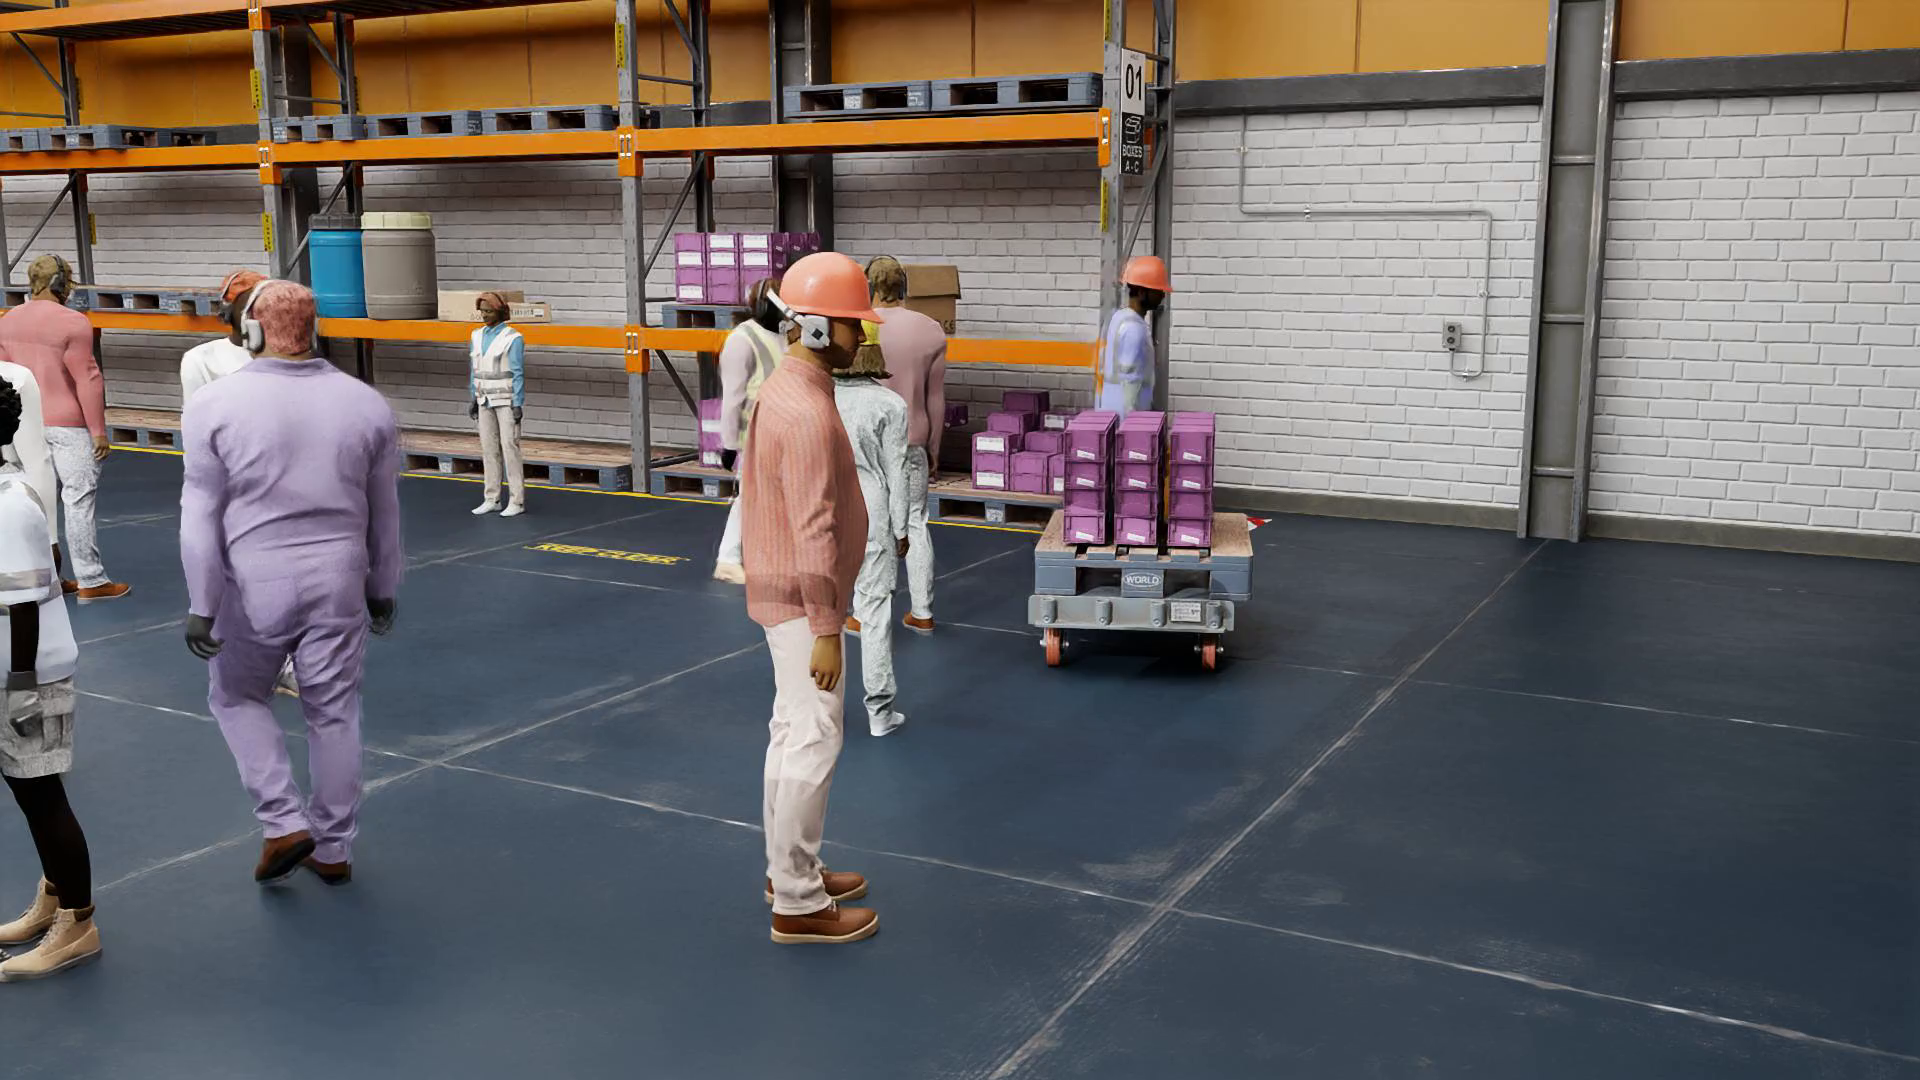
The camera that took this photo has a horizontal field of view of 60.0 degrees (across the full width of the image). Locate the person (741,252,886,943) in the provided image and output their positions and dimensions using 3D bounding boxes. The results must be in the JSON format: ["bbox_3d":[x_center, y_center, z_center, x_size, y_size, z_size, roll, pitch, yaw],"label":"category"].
[{"bbox_3d":[-0.414,0.177,4.776,0.410,1.980,0.624,-2,11,-13],"label":"person"}]

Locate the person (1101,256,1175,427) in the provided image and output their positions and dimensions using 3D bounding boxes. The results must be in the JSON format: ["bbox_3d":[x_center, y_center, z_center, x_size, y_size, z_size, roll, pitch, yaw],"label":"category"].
[{"bbox_3d":[0.989,-0.771,10.154,0.582,1.909,0.586,-1,10,-4],"label":"person"}]

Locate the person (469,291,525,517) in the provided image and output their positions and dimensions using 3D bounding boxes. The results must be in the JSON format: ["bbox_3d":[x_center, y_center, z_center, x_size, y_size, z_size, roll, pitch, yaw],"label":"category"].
[{"bbox_3d":[-3.350,-0.981,12.077,0.516,1.631,0.332,7,12,33],"label":"person"}]

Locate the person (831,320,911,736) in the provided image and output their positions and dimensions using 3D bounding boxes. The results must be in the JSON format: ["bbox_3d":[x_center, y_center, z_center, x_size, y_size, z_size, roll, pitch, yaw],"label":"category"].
[{"bbox_3d":[-0.425,-0.070,6.796,0.485,1.738,0.320,4,11,19],"label":"person"}]

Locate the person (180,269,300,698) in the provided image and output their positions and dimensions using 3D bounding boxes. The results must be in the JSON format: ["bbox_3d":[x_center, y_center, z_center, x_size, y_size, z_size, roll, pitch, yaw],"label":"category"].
[{"bbox_3d":[-3.025,-0.210,7.152,0.337,1.883,0.584,7,12,33],"label":"person"}]

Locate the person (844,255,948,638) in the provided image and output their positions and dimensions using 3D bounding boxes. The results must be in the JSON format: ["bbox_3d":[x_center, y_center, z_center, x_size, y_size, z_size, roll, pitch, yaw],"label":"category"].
[{"bbox_3d":[-0.370,-0.458,8.386,0.626,1.934,0.358,-4,11,-19],"label":"person"}]

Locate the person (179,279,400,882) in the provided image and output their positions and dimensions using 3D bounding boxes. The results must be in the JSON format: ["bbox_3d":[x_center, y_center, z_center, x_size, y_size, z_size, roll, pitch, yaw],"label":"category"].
[{"bbox_3d":[-2.078,0.145,5.173,0.683,1.891,0.431,-9,14,-40],"label":"person"}]

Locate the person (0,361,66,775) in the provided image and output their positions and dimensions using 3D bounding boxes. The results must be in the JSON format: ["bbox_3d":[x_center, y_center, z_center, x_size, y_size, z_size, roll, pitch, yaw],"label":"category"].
[{"bbox_3d":[-3.604,-0.012,6.064,0.584,1.883,0.337,-3,11,-16],"label":"person"}]

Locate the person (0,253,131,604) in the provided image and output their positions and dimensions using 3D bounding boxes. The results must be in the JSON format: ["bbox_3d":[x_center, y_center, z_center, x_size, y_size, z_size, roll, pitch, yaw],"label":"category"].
[{"bbox_3d":[-4.972,-0.605,9.188,0.627,1.934,0.370,3,11,17],"label":"person"}]

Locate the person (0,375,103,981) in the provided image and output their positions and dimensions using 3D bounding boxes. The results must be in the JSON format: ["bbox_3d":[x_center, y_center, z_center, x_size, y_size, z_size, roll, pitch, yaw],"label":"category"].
[{"bbox_3d":[-2.612,0.360,4.570,0.320,1.695,0.534,-8,13,-38],"label":"person"}]
